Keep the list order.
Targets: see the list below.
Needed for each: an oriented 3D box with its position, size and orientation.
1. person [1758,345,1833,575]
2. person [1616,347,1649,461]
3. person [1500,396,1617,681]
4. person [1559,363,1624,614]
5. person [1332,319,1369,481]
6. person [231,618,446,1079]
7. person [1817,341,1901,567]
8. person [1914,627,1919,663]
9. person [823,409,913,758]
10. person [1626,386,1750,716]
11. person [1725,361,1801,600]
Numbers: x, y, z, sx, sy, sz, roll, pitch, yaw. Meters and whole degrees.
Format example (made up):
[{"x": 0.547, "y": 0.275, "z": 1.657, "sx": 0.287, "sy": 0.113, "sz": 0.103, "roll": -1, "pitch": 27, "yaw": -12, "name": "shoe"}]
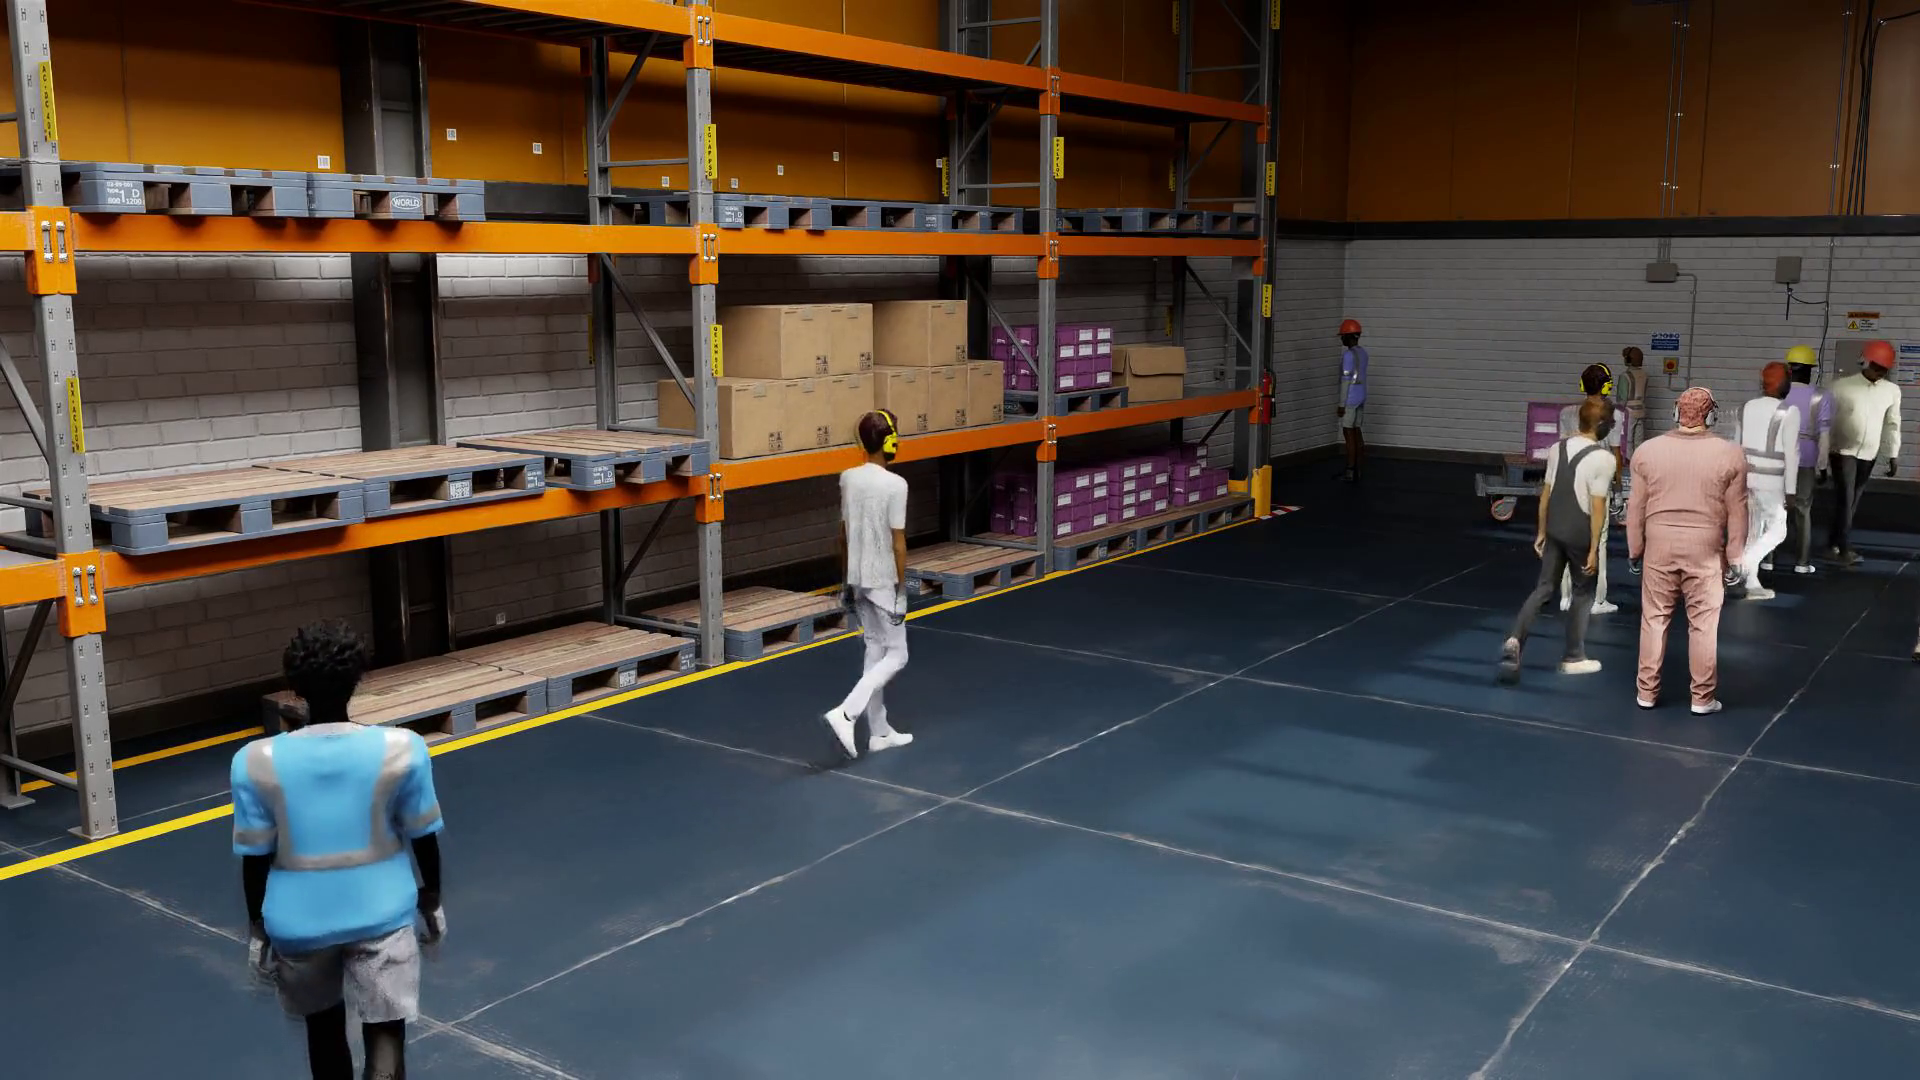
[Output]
[{"x": 6.994, "y": -0.672, "z": 13.993, "sx": 0.587, "sy": 1.922, "sz": 0.383, "roll": 7, "pitch": 12, "yaw": 35, "name": "person"}, {"x": 7.740, "y": -1.408, "z": 19.213, "sx": 0.514, "sy": 1.642, "sz": 0.310, "roll": -7, "pitch": 12, "yaw": -37, "name": "person"}, {"x": 3.737, "y": 0.003, "z": 10.344, "sx": 0.846, "sy": 1.806, "sz": 0.561, "roll": -5, "pitch": 11, "yaw": -28, "name": "person"}, {"x": 4.706, "y": -0.378, "z": 12.428, "sx": 0.520, "sy": 1.862, "sz": 0.328, "roll": 9, "pitch": 13, "yaw": 43, "name": "person"}, {"x": 4.676, "y": -1.677, "z": 19.963, "sx": 0.382, "sy": 1.930, "sz": 0.539, "roll": 6, "pitch": 11, "yaw": 34, "name": "person"}, {"x": -1.678, "y": 1.044, "z": 4.531, "sx": 0.538, "sy": 1.667, "sz": 0.797, "roll": -3, "pitch": 10, "yaw": -16, "name": "person"}, {"x": 7.740, "y": -0.729, "z": 14.271, "sx": 0.664, "sy": 1.939, "sz": 0.930, "roll": 0, "pitch": 10, "yaw": 1, "name": "person"}, {"x": 6.601, "y": -0.150, "z": 10.838, "sx": 1.047, "sy": 1.949, "sz": 0.628, "roll": -8, "pitch": 12, "yaw": -40, "name": "person"}, {"x": -0.492, "y": 0.243, "z": 8.745, "sx": 0.519, "sy": 1.858, "sz": 0.612, "roll": 9, "pitch": 13, "yaw": 43, "name": "person"}, {"x": 4.211, "y": 0.065, "z": 9.650, "sx": 0.653, "sy": 1.906, "sz": 0.408, "roll": 6, "pitch": 11, "yaw": 31, "name": "person"}, {"x": 6.102, "y": -0.432, "z": 12.727, "sx": 0.545, "sy": 1.867, "sz": 0.615, "roll": -4, "pitch": 10, "yaw": -23, "name": "person"}]
